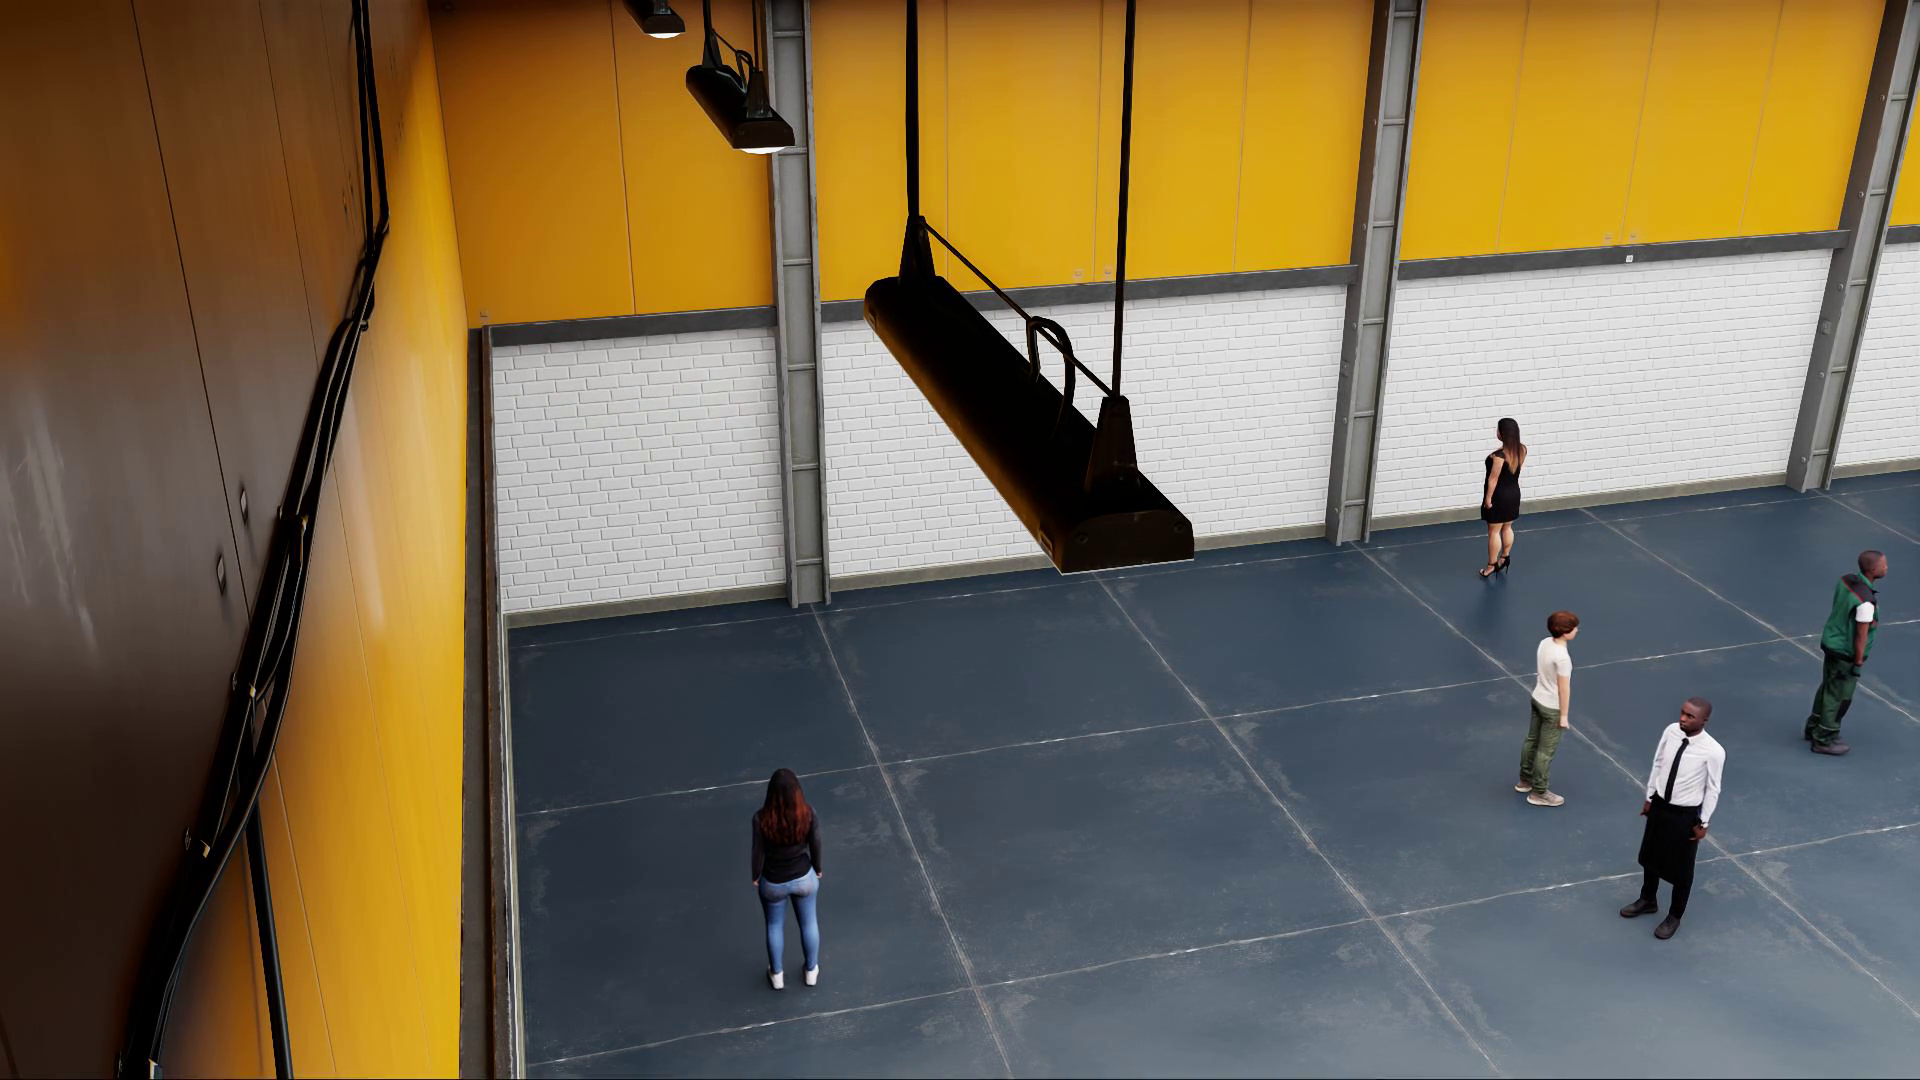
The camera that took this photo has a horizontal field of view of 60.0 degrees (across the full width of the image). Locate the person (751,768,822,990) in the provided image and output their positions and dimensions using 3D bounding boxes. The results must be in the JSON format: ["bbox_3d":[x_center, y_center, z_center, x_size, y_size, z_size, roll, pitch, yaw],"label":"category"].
[{"bbox_3d":[-1.149,2.254,11.090,0.472,1.630,0.670,-6,24,-14],"label":"person"}]

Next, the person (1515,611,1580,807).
[{"bbox_3d":[4.678,1.315,13.208,0.555,1.654,0.583,-3,24,-7],"label":"person"}]

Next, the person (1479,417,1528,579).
[{"bbox_3d":[5.603,-0.434,17.138,0.660,1.712,0.778,-16,28,-33],"label":"person"}]

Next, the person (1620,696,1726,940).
[{"bbox_3d":[5.025,1.904,11.634,0.633,1.836,0.701,-14,27,-29],"label":"person"}]

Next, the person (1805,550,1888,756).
[{"bbox_3d":[7.390,0.917,13.889,0.734,1.838,0.750,2,24,5],"label":"person"}]
